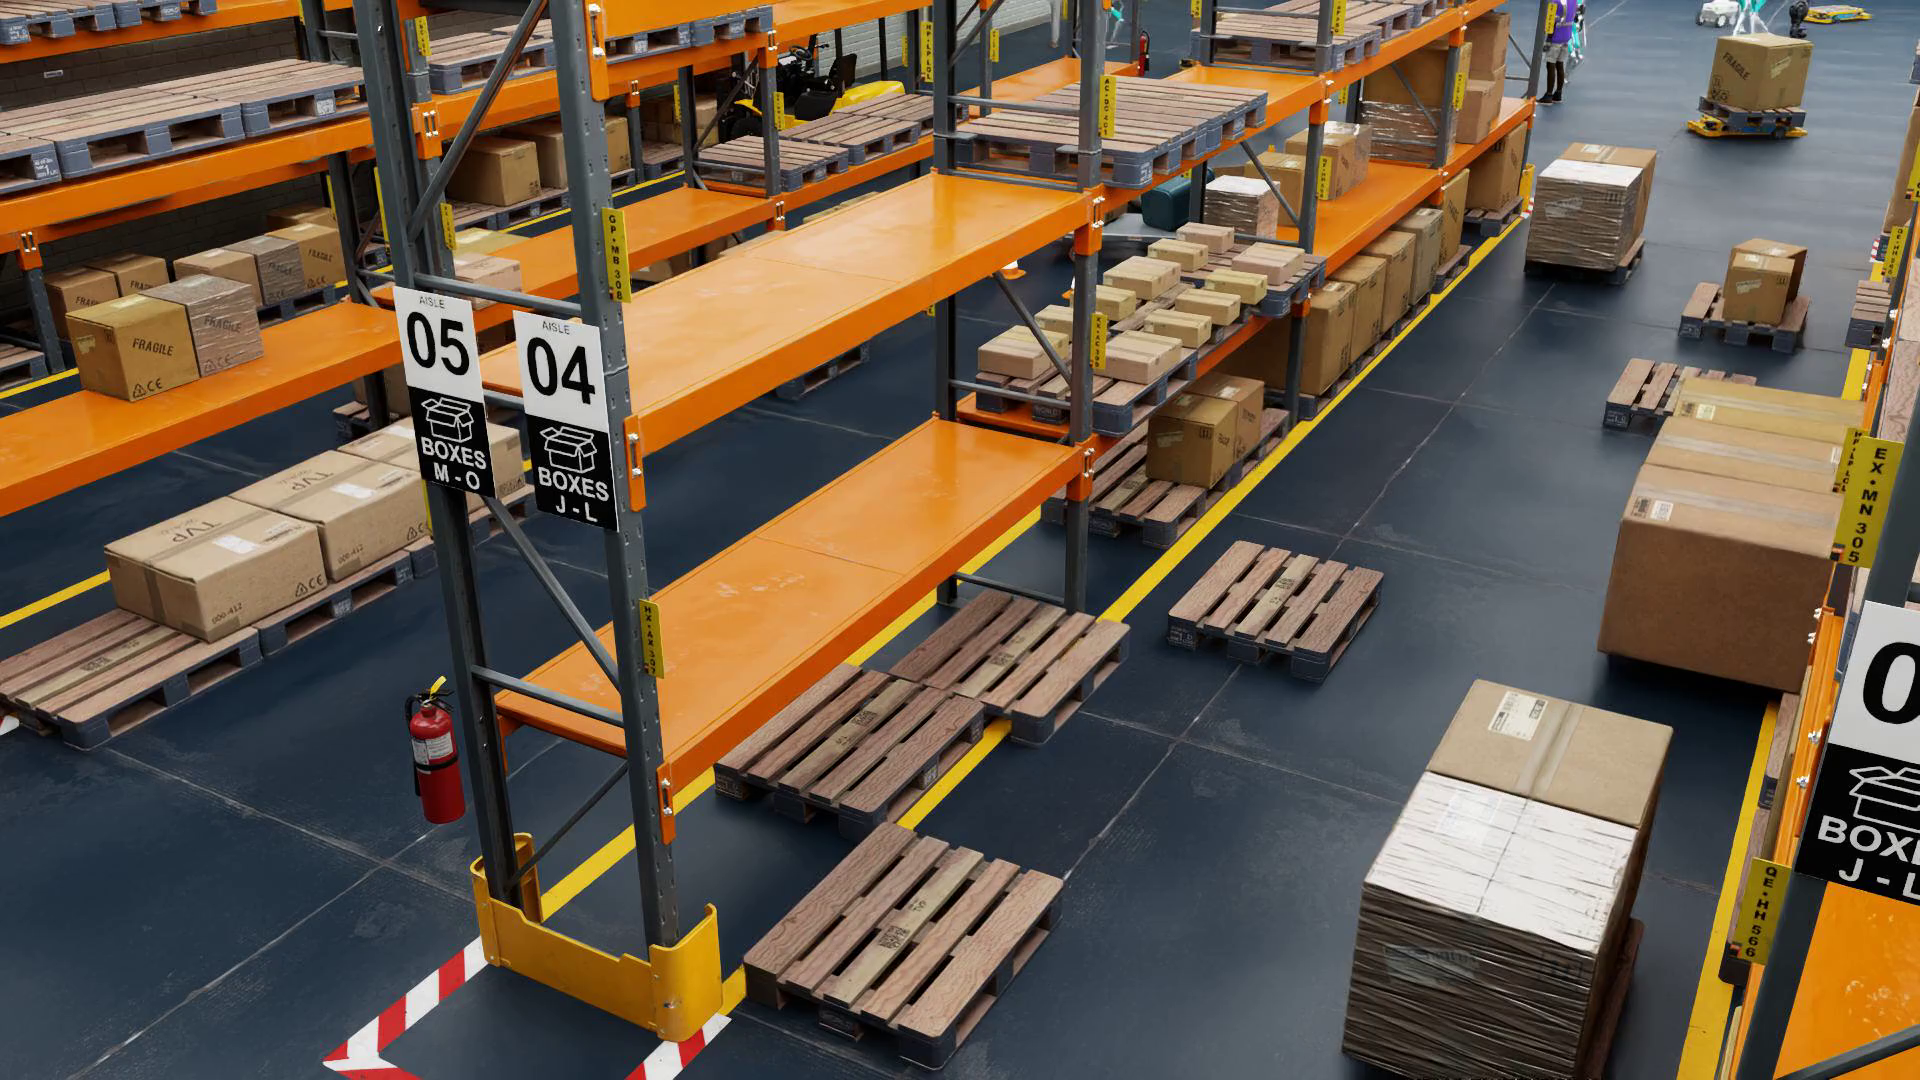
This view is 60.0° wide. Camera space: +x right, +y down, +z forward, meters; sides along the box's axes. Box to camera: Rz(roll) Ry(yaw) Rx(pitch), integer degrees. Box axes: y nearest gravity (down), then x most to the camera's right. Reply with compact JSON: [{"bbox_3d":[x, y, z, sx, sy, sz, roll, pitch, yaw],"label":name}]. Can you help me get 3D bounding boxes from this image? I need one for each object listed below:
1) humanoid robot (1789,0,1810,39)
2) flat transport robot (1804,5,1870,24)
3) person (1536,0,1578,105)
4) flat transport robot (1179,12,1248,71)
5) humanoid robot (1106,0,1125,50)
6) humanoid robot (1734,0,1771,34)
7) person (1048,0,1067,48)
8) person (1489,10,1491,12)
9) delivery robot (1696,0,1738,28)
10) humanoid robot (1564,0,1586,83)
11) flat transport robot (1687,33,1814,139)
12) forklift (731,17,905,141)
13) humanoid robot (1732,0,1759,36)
[{"bbox_3d":[13.046,-7.868,26.076,0.554,1.644,0.592,9,27,19],"label":"humanoid robot"},{"bbox_3d":[17.332,-10.445,33.045,1.431,0.231,0.659,-13,28,-24],"label":"flat transport robot"},{"bbox_3d":[9.055,-7.594,25.184,0.596,1.958,0.371,-23,34,-39],"label":"person"},{"bbox_3d":[4.429,-8.040,28.048,1.431,0.231,0.659,2,26,5],"label":"flat transport robot"},{"bbox_3d":[2.667,-9.550,29.505,0.826,1.779,0.558,-23,34,-39],"label":"humanoid robot"},{"bbox_3d":[15.030,-10.412,31.337,0.909,1.779,0.561,7,27,14],"label":"humanoid robot"},{"bbox_3d":[1.876,-9.906,30.039,0.637,1.916,0.754,10,27,19],"label":"person"},{"bbox_3d":[7.296,-6.672,23.328,0.598,1.902,0.401,-4,26,-9],"label":"person"},{"bbox_3d":[14.792,-10.307,32.395,0.744,0.564,0.499,-16,30,-29],"label":"delivery robot"},{"bbox_3d":[9.945,-8.254,26.821,0.547,1.820,0.664,-10,27,-19],"label":"humanoid robot"},{"bbox_3d":[11.136,-5.869,23.537,1.431,0.231,0.659,0,26,0],"label":"flat transport robot"},{"bbox_3d":[-1.819,-5.975,21.543,2.313,2.155,1.214,14,29,26],"label":"forklift"},{"bbox_3d":[14.513,-10.057,30.550,0.549,1.780,0.787,16,30,30],"label":"humanoid robot"}]
